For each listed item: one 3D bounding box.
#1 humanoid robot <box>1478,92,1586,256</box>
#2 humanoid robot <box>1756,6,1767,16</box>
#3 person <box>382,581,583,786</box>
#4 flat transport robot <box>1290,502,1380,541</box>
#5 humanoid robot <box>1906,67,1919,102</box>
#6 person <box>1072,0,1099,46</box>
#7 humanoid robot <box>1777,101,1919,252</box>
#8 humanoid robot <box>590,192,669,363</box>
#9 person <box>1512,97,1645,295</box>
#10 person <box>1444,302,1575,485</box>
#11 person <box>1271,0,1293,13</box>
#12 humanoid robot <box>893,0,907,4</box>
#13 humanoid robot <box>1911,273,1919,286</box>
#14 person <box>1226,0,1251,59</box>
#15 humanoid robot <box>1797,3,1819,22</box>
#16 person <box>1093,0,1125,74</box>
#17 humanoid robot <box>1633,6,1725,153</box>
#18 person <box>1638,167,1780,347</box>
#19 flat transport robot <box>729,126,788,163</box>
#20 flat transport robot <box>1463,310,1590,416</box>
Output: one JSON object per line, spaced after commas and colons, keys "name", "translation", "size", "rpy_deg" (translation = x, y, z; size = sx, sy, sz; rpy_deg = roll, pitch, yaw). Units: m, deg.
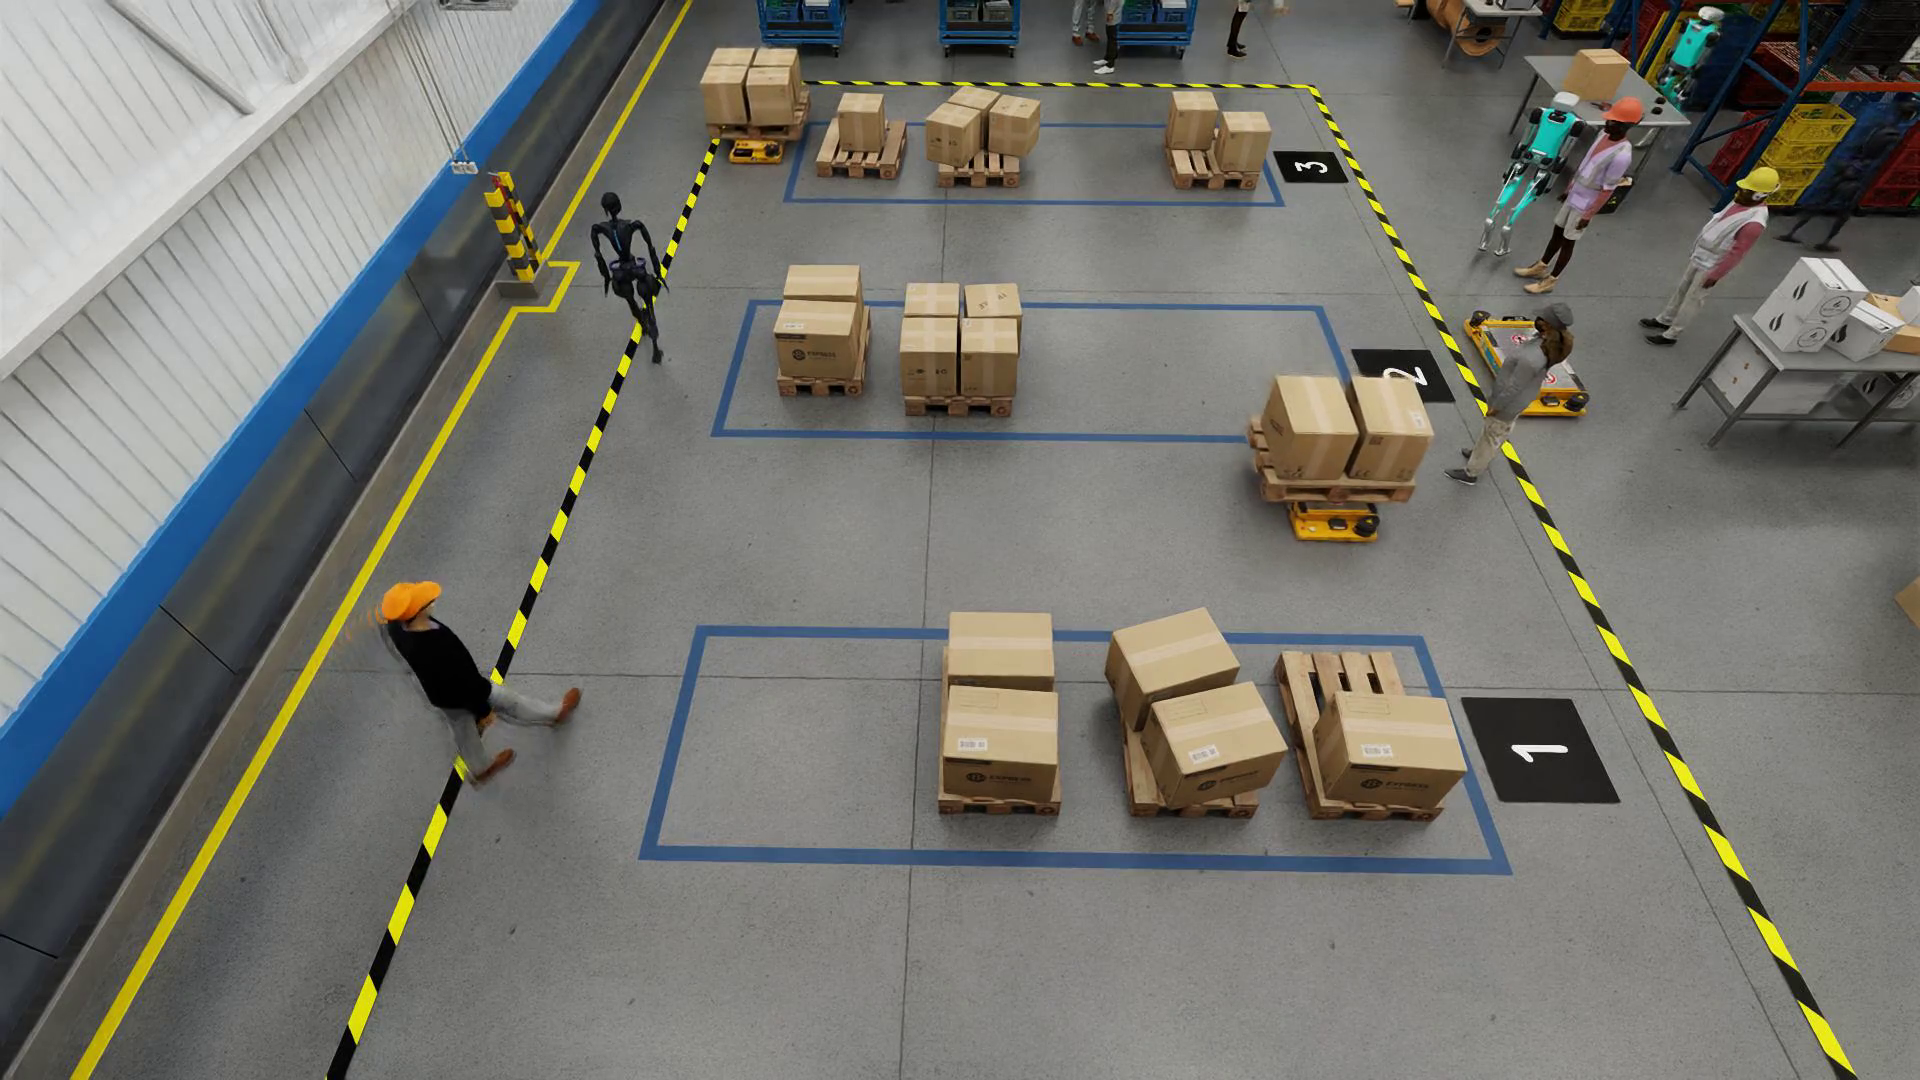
{"name": "humanoid robot", "translation": [5.993, -3.817, 9.775], "size": [0.735, 1.681, 0.533], "rpy_deg": [-36, 58, -27]}
{"name": "humanoid robot", "translation": [13.188, -9.191, 14.559], "size": [0.613, 1.645, 0.556], "rpy_deg": [-9, 50, -8]}
{"name": "person", "translation": [-3.040, 0.812, 5.786], "size": [0.610, 1.844, 0.919], "rpy_deg": [25, 54, 20]}
{"name": "flat transport robot", "translation": [3.146, -0.587, 8.023], "size": [0.652, 0.197, 1.431], "rpy_deg": [1, 49, 1]}
{"name": "humanoid robot", "translation": [12.527, -6.028, 11.797], "size": [1.042, 1.734, 0.545], "rpy_deg": [-20, 52, -16]}
{"name": "person", "translation": [1.993, -8.556, 13.838], "size": [0.627, 1.936, 0.375], "rpy_deg": [-21, 52, -17]}
{"name": "humanoid robot", "translation": [9.843, -3.981, 10.052], "size": [0.581, 1.646, 0.597], "rpy_deg": [12, 50, 10]}
{"name": "humanoid robot", "translation": [-3.165, -2.553, 8.842], "size": [0.613, 1.621, 0.784], "rpy_deg": [-8, 50, -7]}
{"name": "person", "translation": [6.335, -3.475, 9.368], "size": [0.383, 2.045, 0.604], "rpy_deg": [4, 49, 4]}
{"name": "person", "translation": [4.565, -1.182, 7.574], "size": [0.565, 1.779, 0.406], "rpy_deg": [-37, 58, -27]}
{"name": "person", "translation": [5.453, -9.459, 14.692], "size": [0.573, 1.825, 0.622], "rpy_deg": [-3, 49, -2]}
{"name": "humanoid robot", "translation": [-1.089, -9.758, 15.046], "size": [0.308, 1.660, 0.610], "rpy_deg": [-15, 51, -12]}
{"name": "humanoid robot", "translation": [10.569, -3.348, 9.395], "size": [0.533, 1.689, 0.742], "rpy_deg": [4, 49, 4]}
{"name": "person", "translation": [4.281, -8.220, 13.530], "size": [0.376, 1.959, 0.606], "rpy_deg": [10, 50, 9]}
{"name": "humanoid robot", "translation": [13.156, -8.585, 14.040], "size": [0.536, 1.831, 0.798], "rpy_deg": [15, 51, 12]}
{"name": "person", "translation": [2.178, -7.708, 13.158], "size": [0.369, 1.852, 0.588], "rpy_deg": [4, 49, 3]}
{"name": "humanoid robot", "translation": [9.127, -5.724, 11.594], "size": [0.726, 1.897, 0.540], "rpy_deg": [-13, 50, -11]}
{"name": "person", "translation": [7.231, -2.704, 8.840], "size": [0.404, 1.827, 0.599], "rpy_deg": [13, 50, 11]}
{"name": "flat transport robot", "translation": [-2.644, -5.483, 12.261], "size": [0.652, 0.197, 1.431], "rpy_deg": [1, 49, 1]}
{"name": "flat transport robot", "translation": [5.573, -1.757, 9.054], "size": [0.659, 0.231, 1.431], "rpy_deg": [1, 49, 1]}
